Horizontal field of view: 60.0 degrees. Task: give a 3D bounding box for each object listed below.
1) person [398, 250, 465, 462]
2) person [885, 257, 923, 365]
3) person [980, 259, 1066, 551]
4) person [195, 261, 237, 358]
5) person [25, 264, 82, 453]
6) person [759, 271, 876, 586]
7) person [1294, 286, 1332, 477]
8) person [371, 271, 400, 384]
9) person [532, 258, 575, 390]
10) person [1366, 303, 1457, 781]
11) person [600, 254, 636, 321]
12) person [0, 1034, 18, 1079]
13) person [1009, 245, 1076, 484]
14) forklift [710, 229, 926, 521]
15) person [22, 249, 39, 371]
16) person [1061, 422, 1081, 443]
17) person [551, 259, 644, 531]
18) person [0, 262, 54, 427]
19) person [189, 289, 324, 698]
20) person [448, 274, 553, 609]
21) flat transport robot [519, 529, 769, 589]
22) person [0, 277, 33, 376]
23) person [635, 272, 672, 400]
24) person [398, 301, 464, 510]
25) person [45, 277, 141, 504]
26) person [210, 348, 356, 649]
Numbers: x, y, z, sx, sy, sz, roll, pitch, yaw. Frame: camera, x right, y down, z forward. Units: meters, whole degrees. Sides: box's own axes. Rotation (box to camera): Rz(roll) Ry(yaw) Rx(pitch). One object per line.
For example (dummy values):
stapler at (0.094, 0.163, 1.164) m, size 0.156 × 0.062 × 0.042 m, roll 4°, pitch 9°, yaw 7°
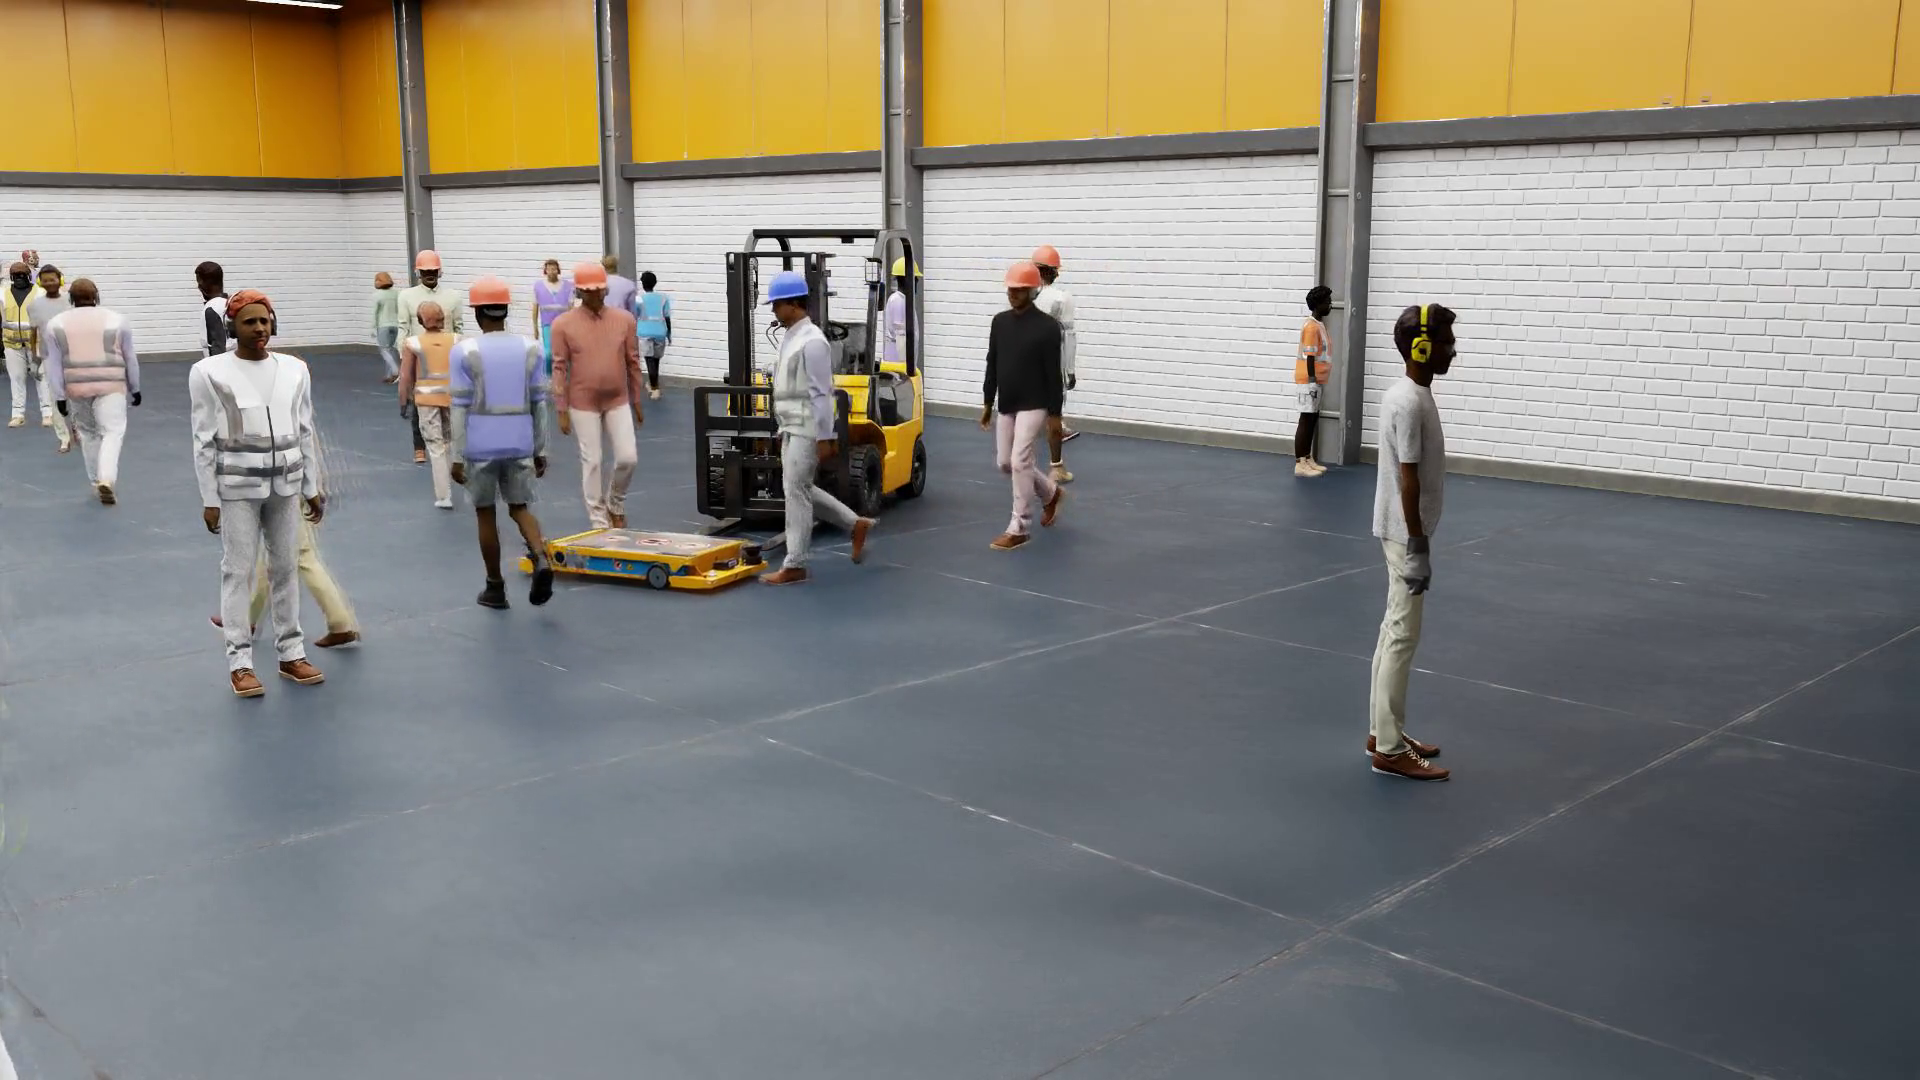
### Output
person at (-4.970, -1.729, 15.698) m, size 0.623 × 1.992 × 0.396 m, roll -5°, pitch 12°, yaw -28°
person at (-0.526, -1.690, 15.673) m, size 0.366 × 1.927 × 0.585 m, roll -1°, pitch 10°, yaw -4°
person at (0.485, -0.939, 11.446) m, size 0.767 × 1.975 × 0.614 m, roll -10°, pitch 14°, yaw -42°
person at (-6.257, -1.405, 14.156) m, size 0.392 × 1.914 × 0.587 m, roll -2°, pitch 11°, yaw -10°
person at (-8.860, -1.780, 16.363) m, size 0.506 × 1.859 × 0.404 m, roll -5°, pitch 11°, yaw -25°
person at (-0.883, -0.687, 10.227) m, size 0.726 × 1.923 × 0.639 m, roll -4°, pitch 11°, yaw -21°
person at (3.138, -1.407, 14.774) m, size 0.320 × 1.694 × 0.531 m, roll 4°, pitch 11°, yaw 22°
person at (-8.236, -3.044, 23.922) m, size 0.547 × 1.634 × 0.511 m, roll 7°, pitch 12°, yaw 33°
person at (-5.450, -2.868, 22.375) m, size 0.561 × 1.829 × 0.446 m, roll -4°, pitch 11°, yaw -20°
person at (1.802, 0.004, 6.589) m, size 0.328 × 1.872 × 0.511 m, roll 2°, pitch 11°, yaw 10°
person at (-4.359, -2.620, 20.832) m, size 0.618 × 1.902 × 0.974 m, roll -2°, pitch 11°, yaw -9°
person at (-2.262, 0.672, 3.153) m, size 0.934 × 1.795 × 0.641 m, roll -8°, pitch 13°, yaw -36°
person at (0.724, -1.499, 14.310) m, size 0.605 × 2.045 × 0.377 m, roll 5°, pitch 11°, yaw 25°
forklift at (-1.050, -1.319, 12.920) m, size 1.214 × 2.155 × 2.313 m, roll 2°, pitch 11°, yaw 13°
person at (-14.553, -3.608, 26.182) m, size 0.637 × 1.911 × 0.406 m, roll 9°, pitch 14°, yaw 39°
person at (0.782, -1.887, 17.031) m, size 0.992 × 1.813 × 0.529 m, roll 9°, pitch 13°, yaw 39°
person at (-2.473, -0.932, 11.411) m, size 0.636 × 1.971 × 0.434 m, roll -5°, pitch 12°, yaw -25°
person at (-10.424, -2.177, 18.574) m, size 0.621 × 1.839 × 0.429 m, roll -3°, pitch 11°, yaw -15°
person at (-3.270, -0.222, 7.785) m, size 0.356 × 1.883 × 0.573 m, roll 9°, pitch 14°, yaw 40°
person at (-2.575, -0.527, 9.353) m, size 0.551 × 1.917 × 0.634 m, roll -8°, pitch 13°, yaw -37°
flat transport robot at (-1.983, 0.100, 10.425) m, size 1.431 × 0.197 × 0.652 m, roll 5°, pitch 11°, yaw 24°
person at (-14.105, -3.261, 24.586) m, size 0.557 × 1.811 × 0.809 m, roll 4°, pitch 11°, yaw 20°
person at (-4.067, -2.668, 21.728) m, size 0.553 × 1.644 × 0.875 m, roll -6°, pitch 12°, yaw -28°
person at (-4.154, -1.066, 13.095) m, size 0.546 × 1.610 × 0.698 m, roll -7°, pitch 13°, yaw -35°
person at (-6.943, -1.202, 13.345) m, size 0.623 × 1.809 × 0.901 m, roll -3°, pitch 11°, yaw -15°
person at (-3.525, -0.216, 8.586) m, size 0.870 × 1.567 × 0.541 m, roll 2°, pitch 11°, yaw 8°
